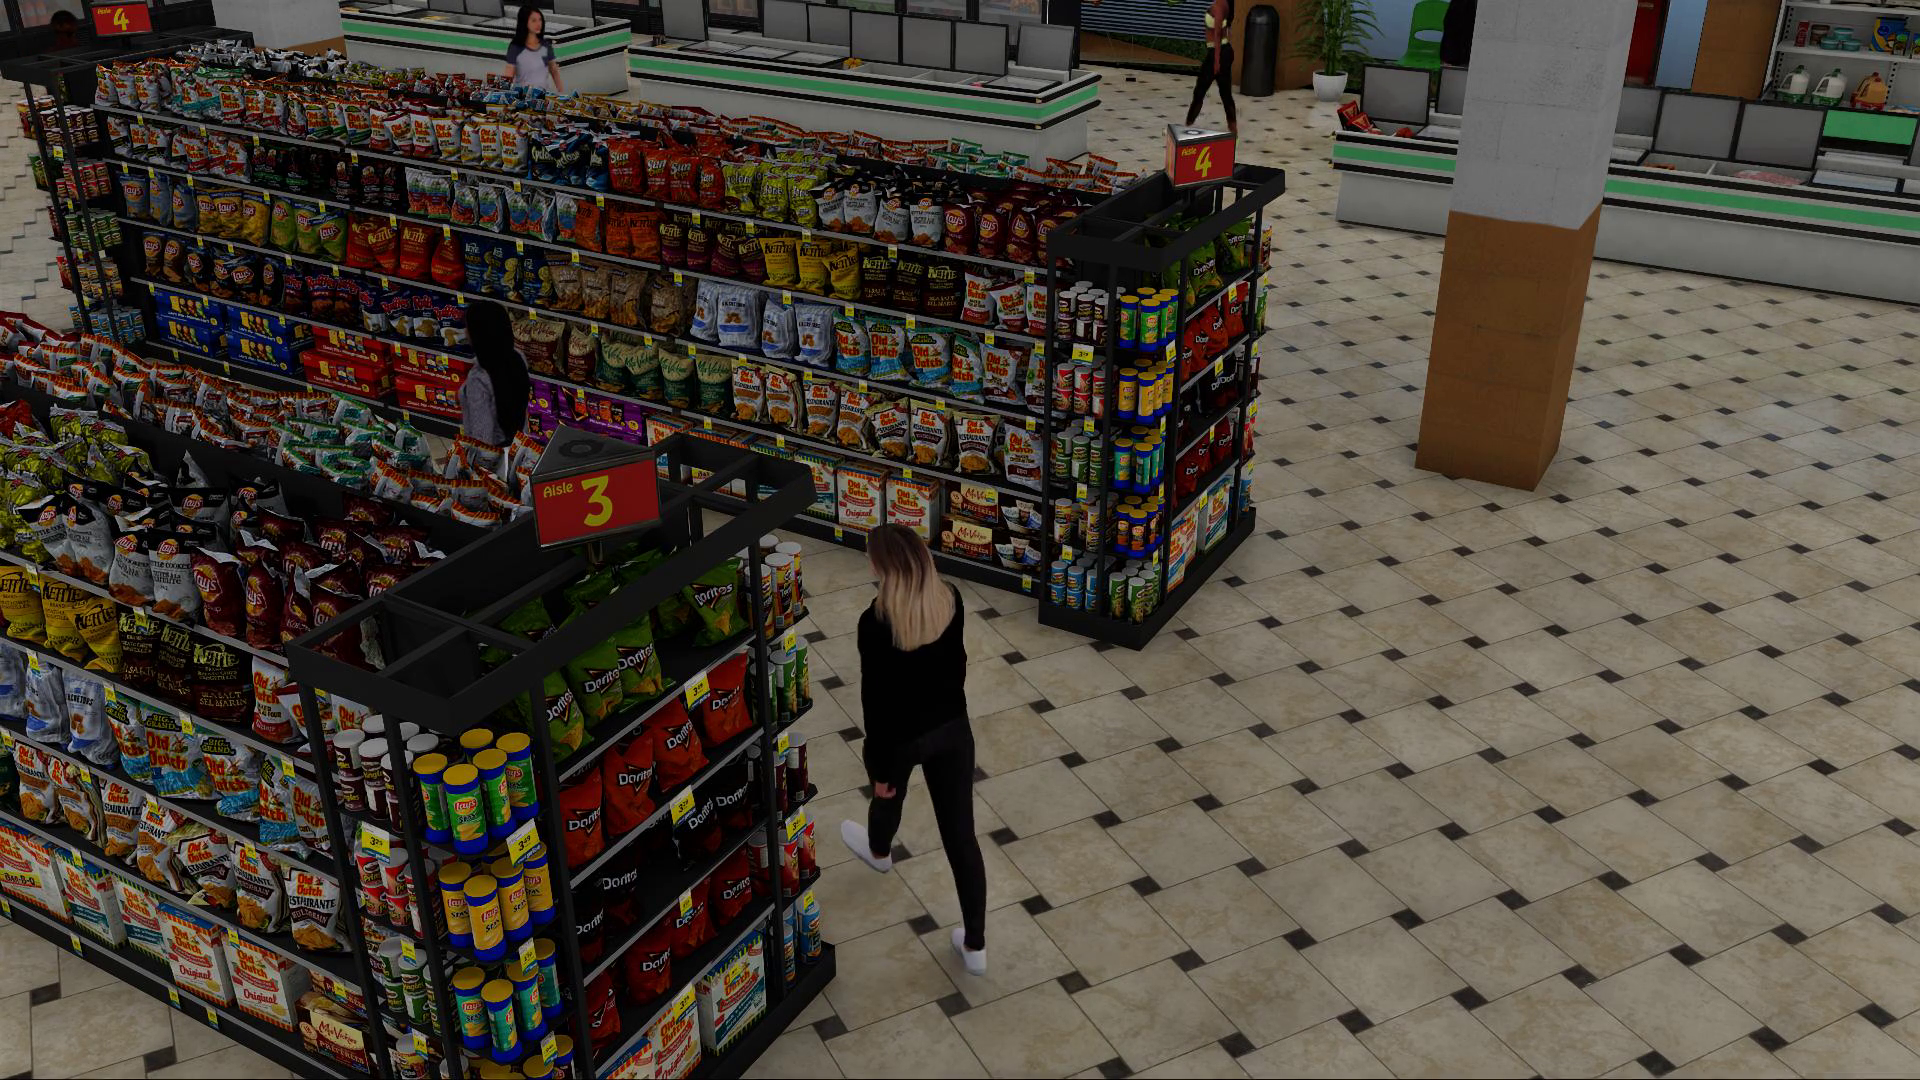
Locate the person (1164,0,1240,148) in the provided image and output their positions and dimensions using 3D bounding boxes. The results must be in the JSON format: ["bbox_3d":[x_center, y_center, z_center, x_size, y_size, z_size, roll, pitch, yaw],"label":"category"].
[{"bbox_3d":[2.659,-4.758,16.541,1.016,1.723,0.664,11,29,21],"label":"person"}]

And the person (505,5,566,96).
[{"bbox_3d":[-3.893,-3.950,15.012,1.132,1.664,0.790,23,35,37],"label":"person"}]

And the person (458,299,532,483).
[{"bbox_3d":[-2.117,-0.304,7.756,0.591,1.725,0.637,8,28,16],"label":"person"}]

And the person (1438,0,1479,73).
[{"bbox_3d":[4.957,-4.796,16.488,0.732,1.839,0.777,20,33,34],"label":"person"}]

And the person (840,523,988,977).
[{"bbox_3d":[-0.094,0.767,5.757,1.045,1.623,1.260,-13,30,-24],"label":"person"}]

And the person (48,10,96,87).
[{"bbox_3d":[-7.639,-3.717,14.502,0.860,1.711,0.909,-6,27,-12],"label":"person"}]
